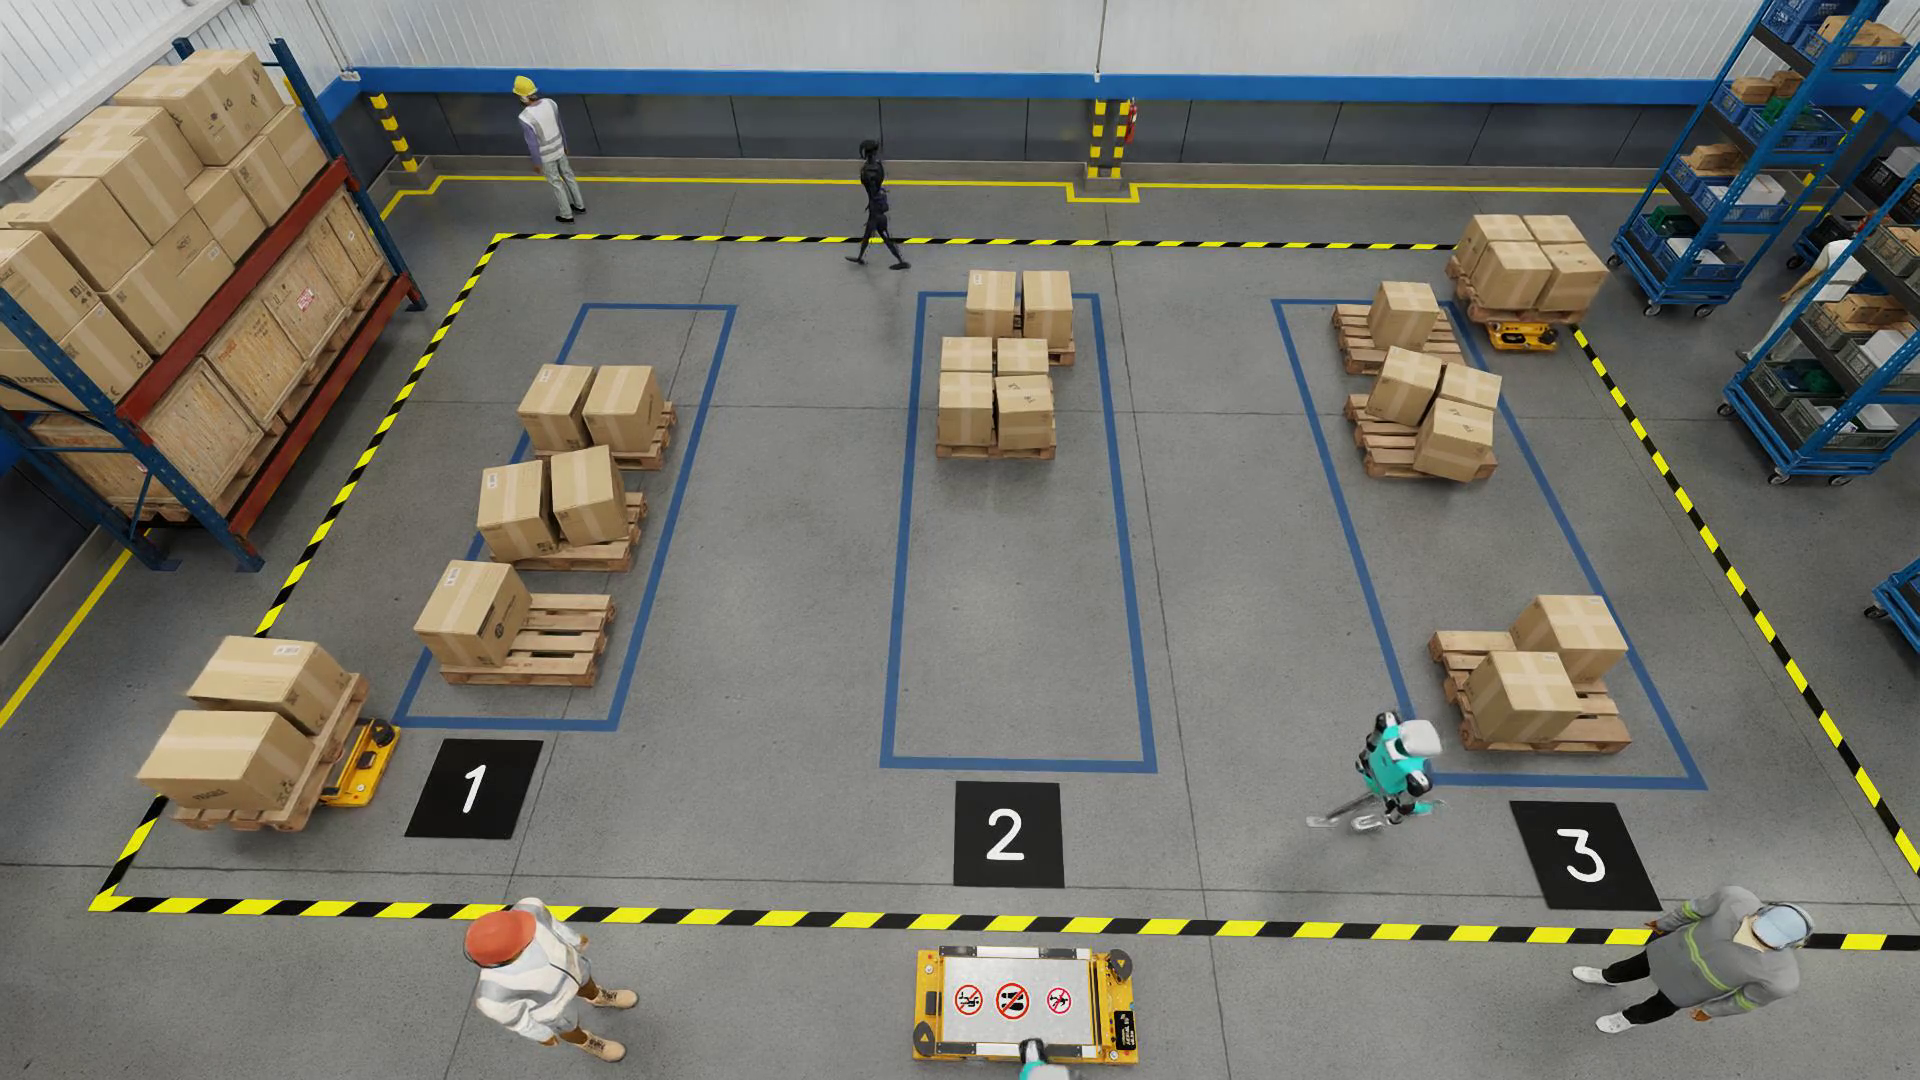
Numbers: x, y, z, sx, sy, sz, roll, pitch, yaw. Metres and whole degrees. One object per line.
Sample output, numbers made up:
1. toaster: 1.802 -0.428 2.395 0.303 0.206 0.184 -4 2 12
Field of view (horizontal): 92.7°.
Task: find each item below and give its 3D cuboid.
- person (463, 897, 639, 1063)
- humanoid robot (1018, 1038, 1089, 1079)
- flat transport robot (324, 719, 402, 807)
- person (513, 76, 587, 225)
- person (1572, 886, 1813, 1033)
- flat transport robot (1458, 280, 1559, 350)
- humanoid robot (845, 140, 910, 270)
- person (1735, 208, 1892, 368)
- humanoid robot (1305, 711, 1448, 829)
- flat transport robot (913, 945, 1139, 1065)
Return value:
1. person: -2.318 2.544 5.265 0.356 2.047 0.613 3 51 2
2. humanoid robot: 0.659 3.116 5.026 0.784 1.819 0.533 -7 51 -6
3. flat transport robot: -5.185 1.701 7.081 1.431 0.197 0.652 1 51 1
4. person: -5.128 -4.840 11.423 0.404 1.828 0.601 19 53 15
5. person: 4.311 2.509 5.418 0.377 1.851 0.597 -2 51 -2
6. flat transport robot: 6.385 -2.757 10.715 0.652 0.197 1.431 1 51 1
7. humanoid robot: -1.023 -3.892 10.779 0.791 1.623 0.586 -7 51 -6
8. person: 8.939 -2.565 9.556 0.563 1.849 0.390 3 51 3
9. humanoid robot: 3.010 1.652 6.194 0.819 1.771 0.557 -9 51 -7
10. flat transport robot: 0.422 3.041 6.007 1.431 0.231 0.659 1 51 1
